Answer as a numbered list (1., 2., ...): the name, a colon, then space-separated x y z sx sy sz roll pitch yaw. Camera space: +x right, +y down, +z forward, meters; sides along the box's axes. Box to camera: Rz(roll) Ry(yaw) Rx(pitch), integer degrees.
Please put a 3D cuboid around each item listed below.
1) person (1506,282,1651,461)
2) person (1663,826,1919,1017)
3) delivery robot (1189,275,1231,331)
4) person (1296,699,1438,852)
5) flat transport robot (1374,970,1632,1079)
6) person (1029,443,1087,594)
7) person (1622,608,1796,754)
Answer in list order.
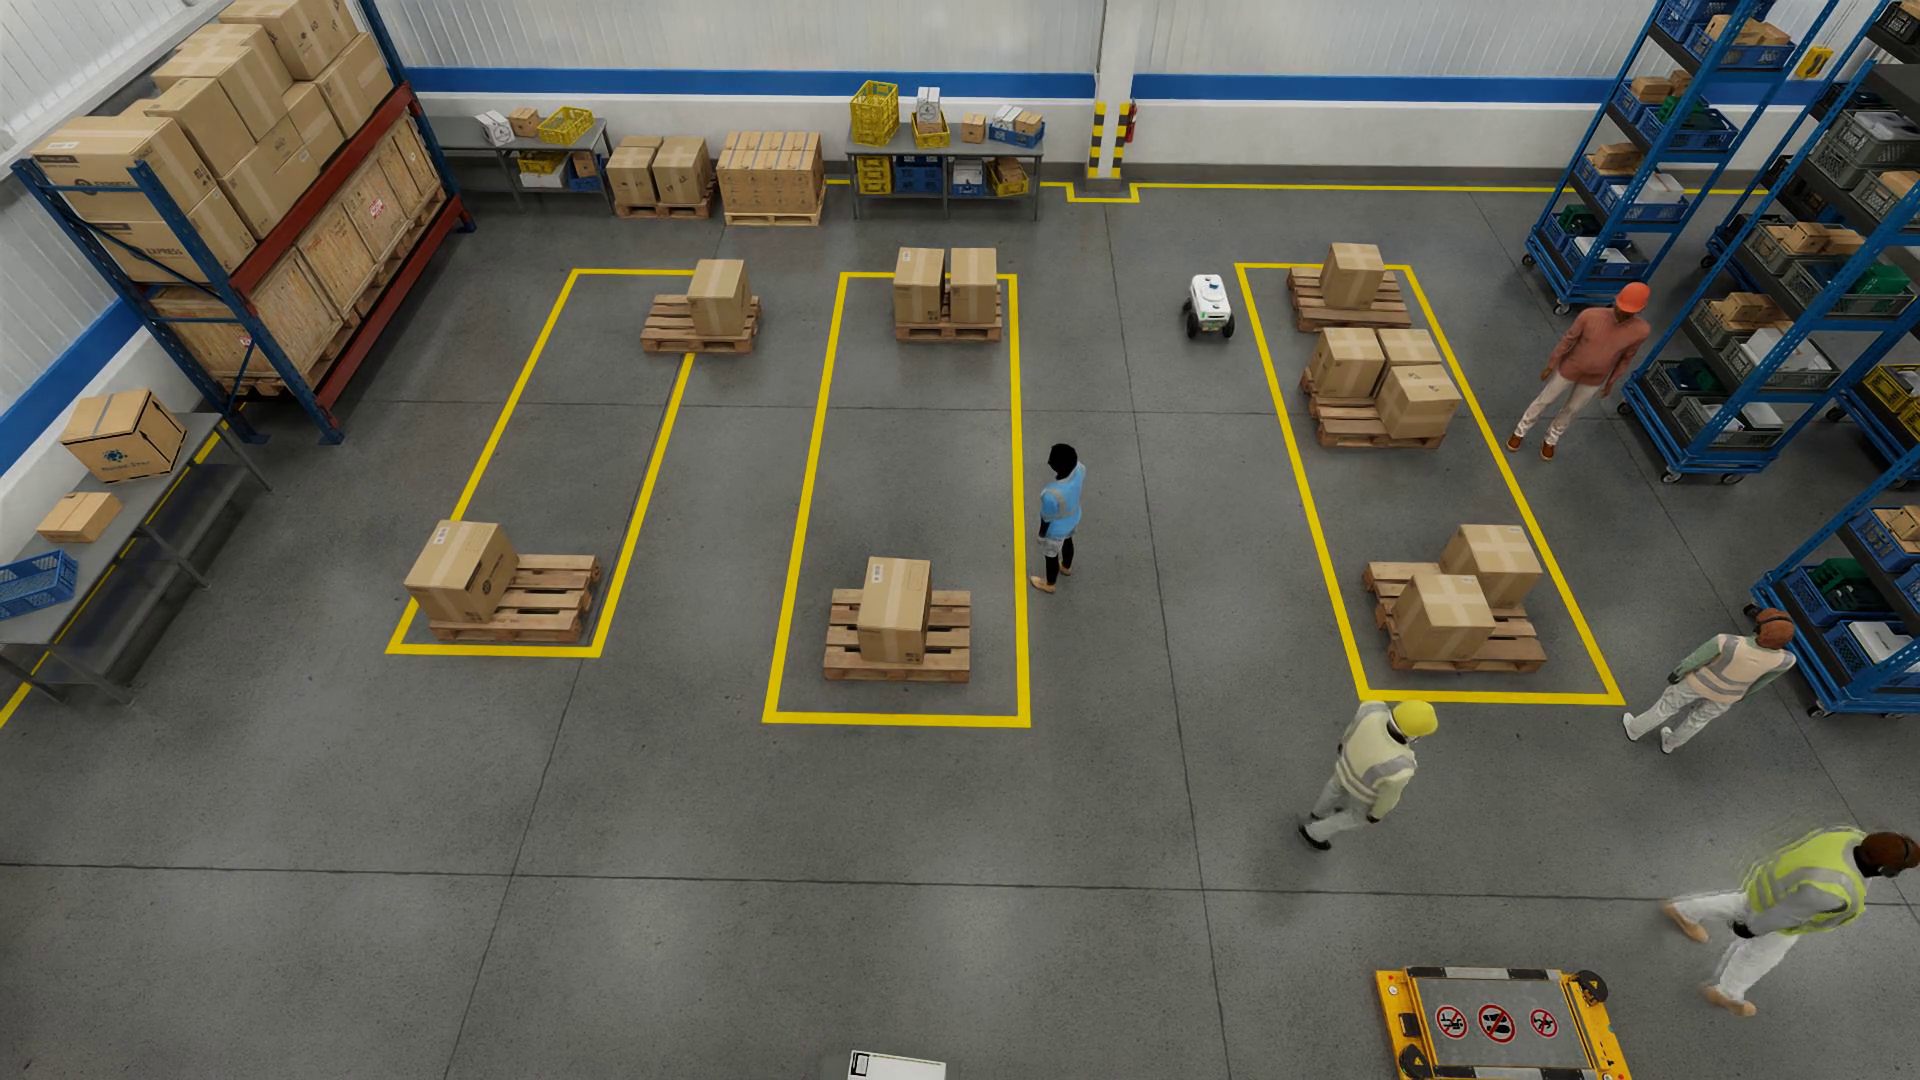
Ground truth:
1. person: 5.869 -1.574 8.647 0.625 1.992 0.388 20 54 16
2. person: 5.140 2.279 5.638 0.663 1.799 0.694 -35 59 -25
3. delivery robot: 2.859 -2.742 10.463 0.477 0.478 0.707 0 51 0
4. person: 2.711 1.583 6.188 0.471 1.819 0.614 -6 51 -5
5. flat transport robot: 3.501 3.133 5.914 1.431 0.197 0.652 1 51 1
6. person: 0.827 -0.166 7.694 0.319 1.694 0.535 30 57 22
7. person: 5.507 1.065 6.729 0.514 1.634 0.313 19 53 15
